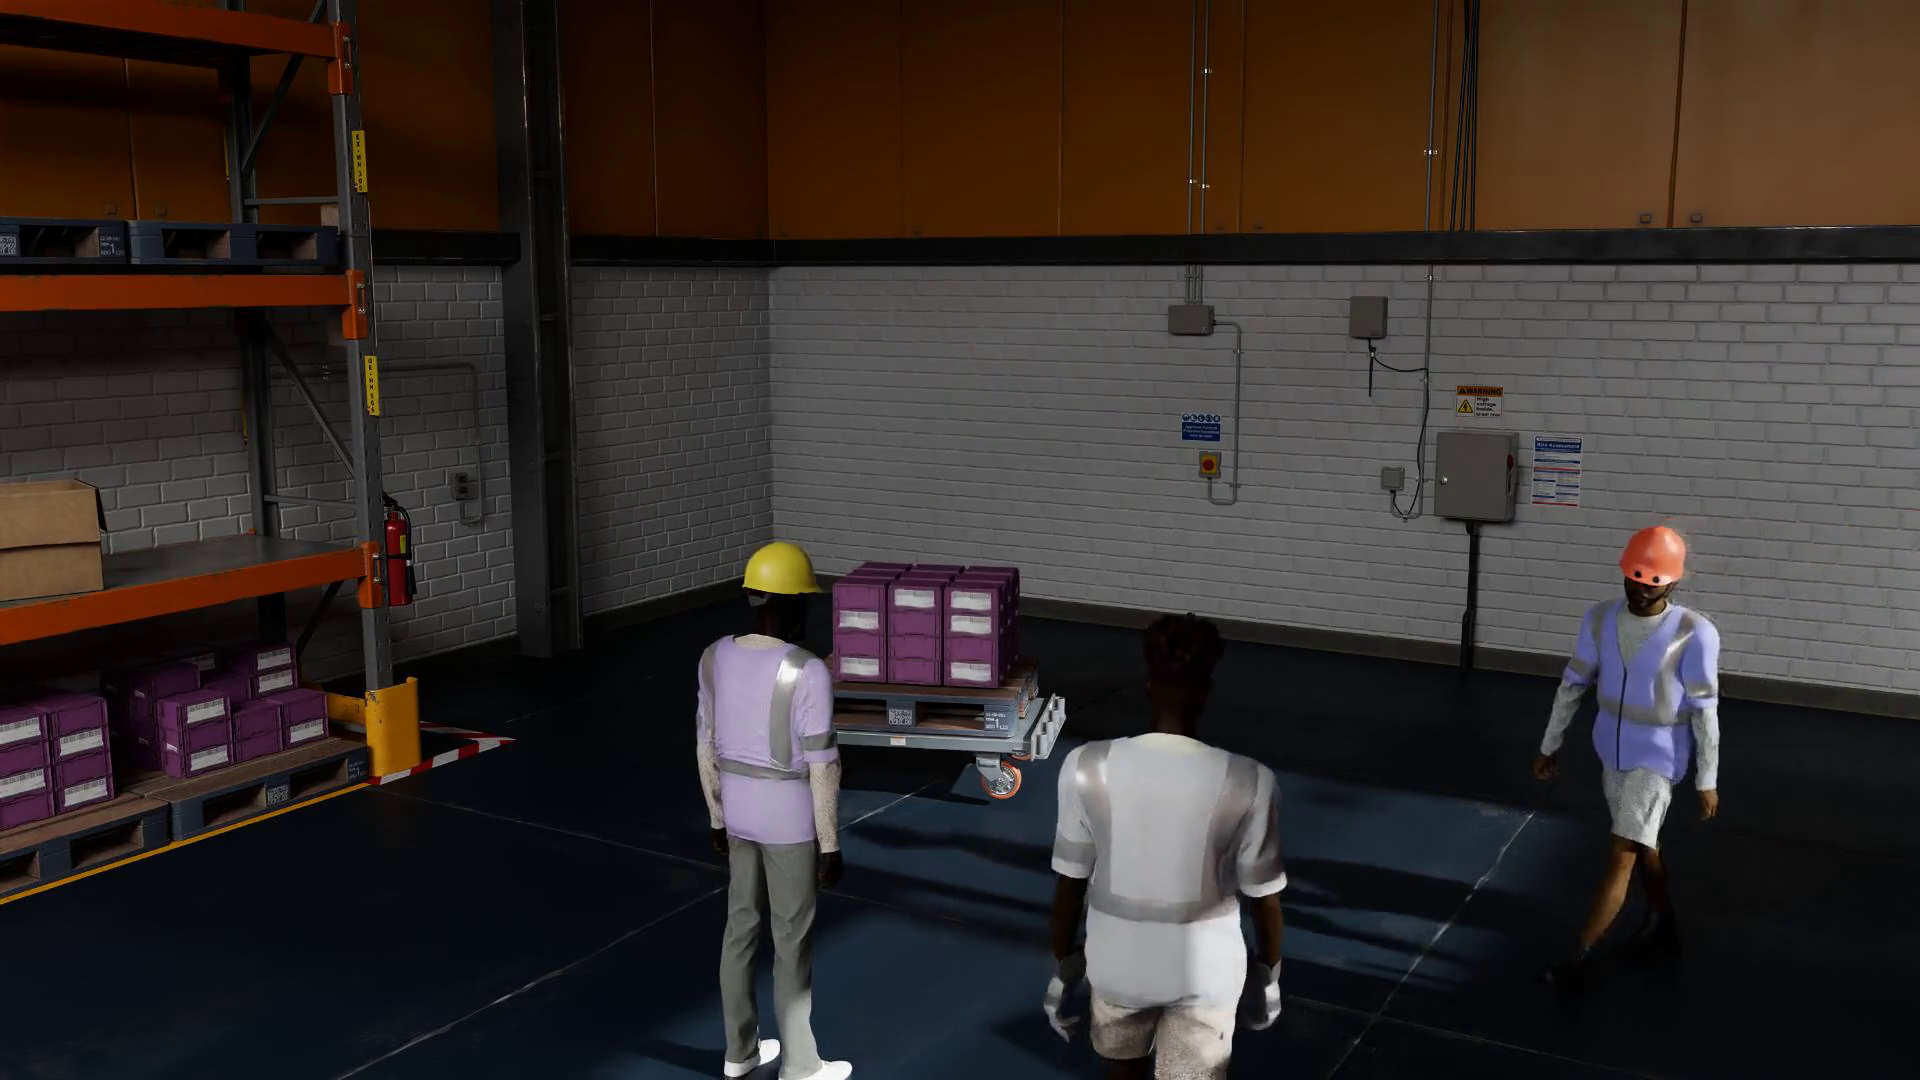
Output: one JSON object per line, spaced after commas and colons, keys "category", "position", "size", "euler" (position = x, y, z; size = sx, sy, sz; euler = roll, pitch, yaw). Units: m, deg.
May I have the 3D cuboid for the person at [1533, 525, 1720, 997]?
{"category": "person", "position": [2.602, 0.853, 6.596], "size": [0.995, 1.866, 0.688], "euler": [-6, 11, -33]}

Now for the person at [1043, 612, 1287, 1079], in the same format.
{"category": "person", "position": [0.584, 1.139, 4.620], "size": [0.636, 1.935, 0.709], "euler": [3, 9, 15]}

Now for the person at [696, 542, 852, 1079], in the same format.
{"category": "person", "position": [-0.637, 0.961, 5.782], "size": [0.593, 1.922, 0.383], "euler": [6, 11, 35]}
